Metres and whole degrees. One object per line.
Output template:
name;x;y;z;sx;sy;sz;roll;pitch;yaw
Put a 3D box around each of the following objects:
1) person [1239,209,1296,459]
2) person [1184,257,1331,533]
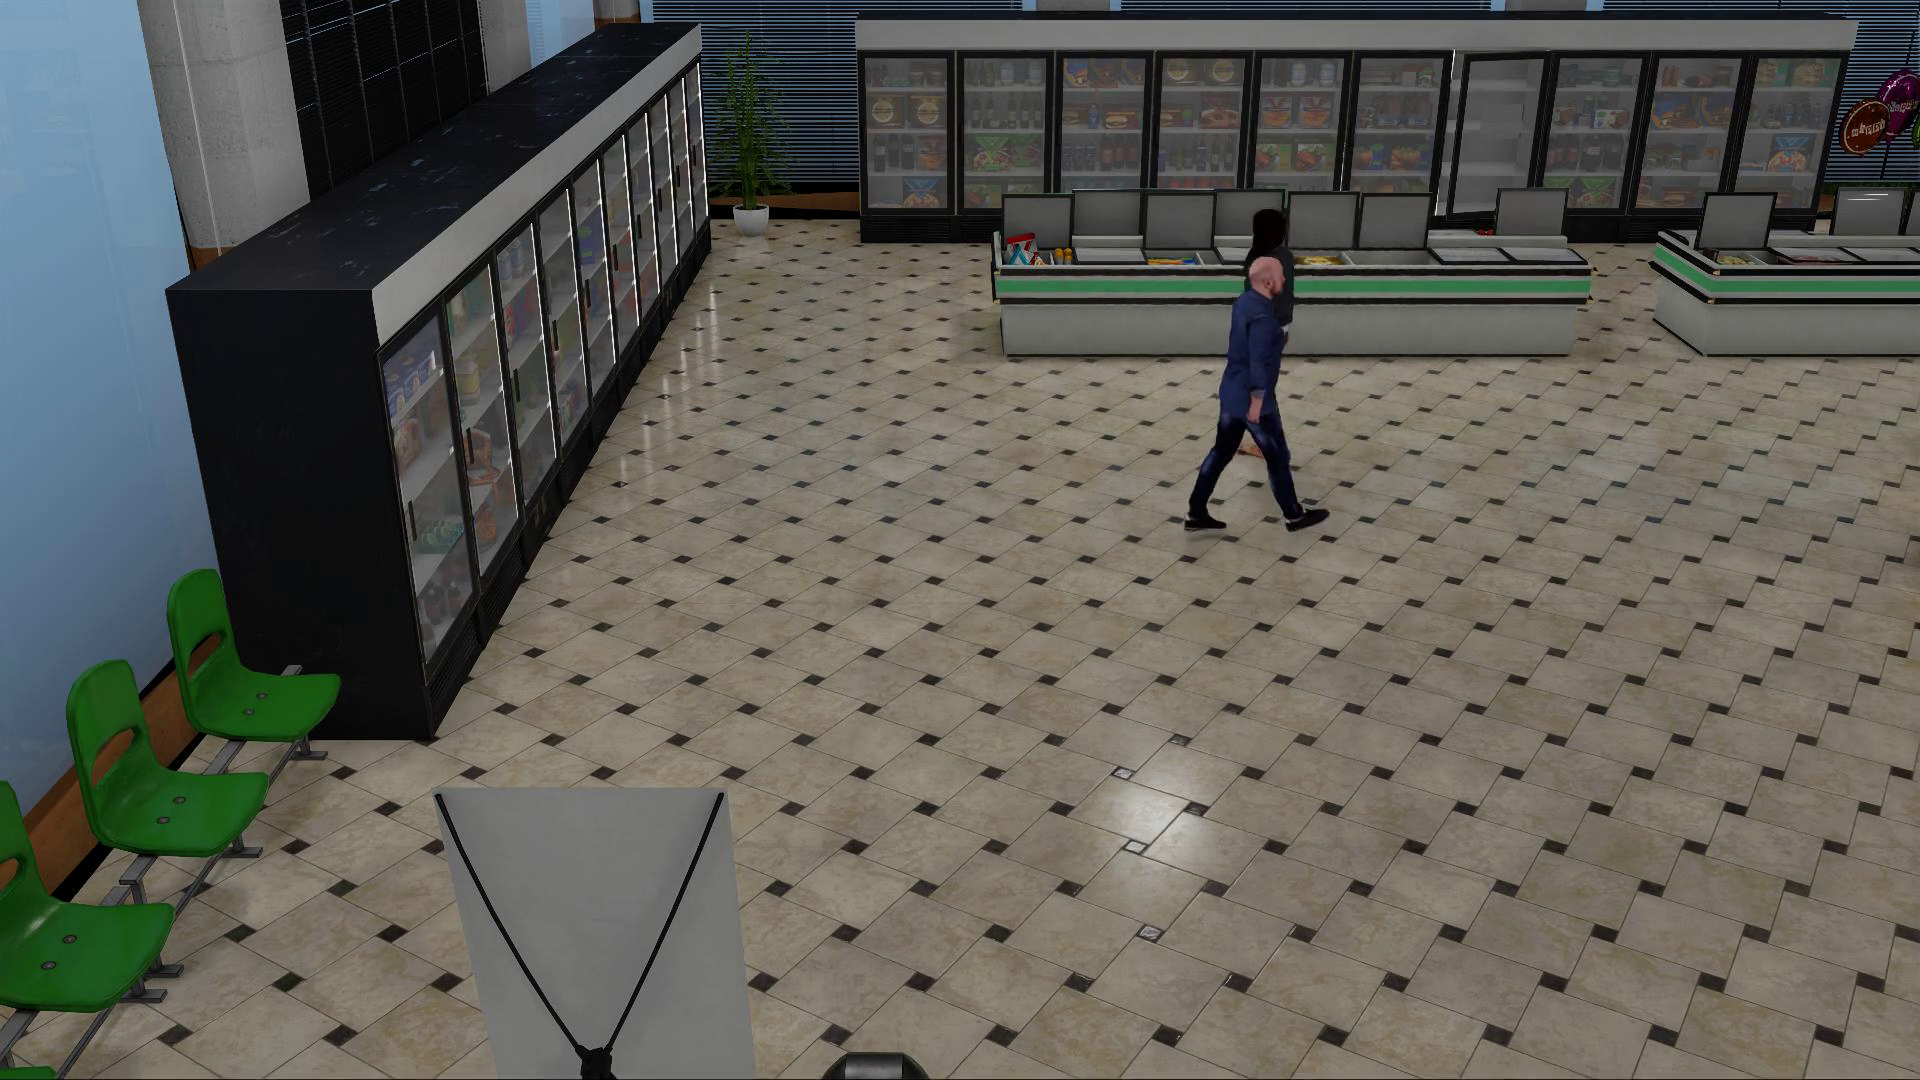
person;2.199;-1.415;11.606;0.756;1.758;0.824;-18;30;-36
person;1.708;-0.828;10.240;1.219;1.778;0.898;-5;24;-11
